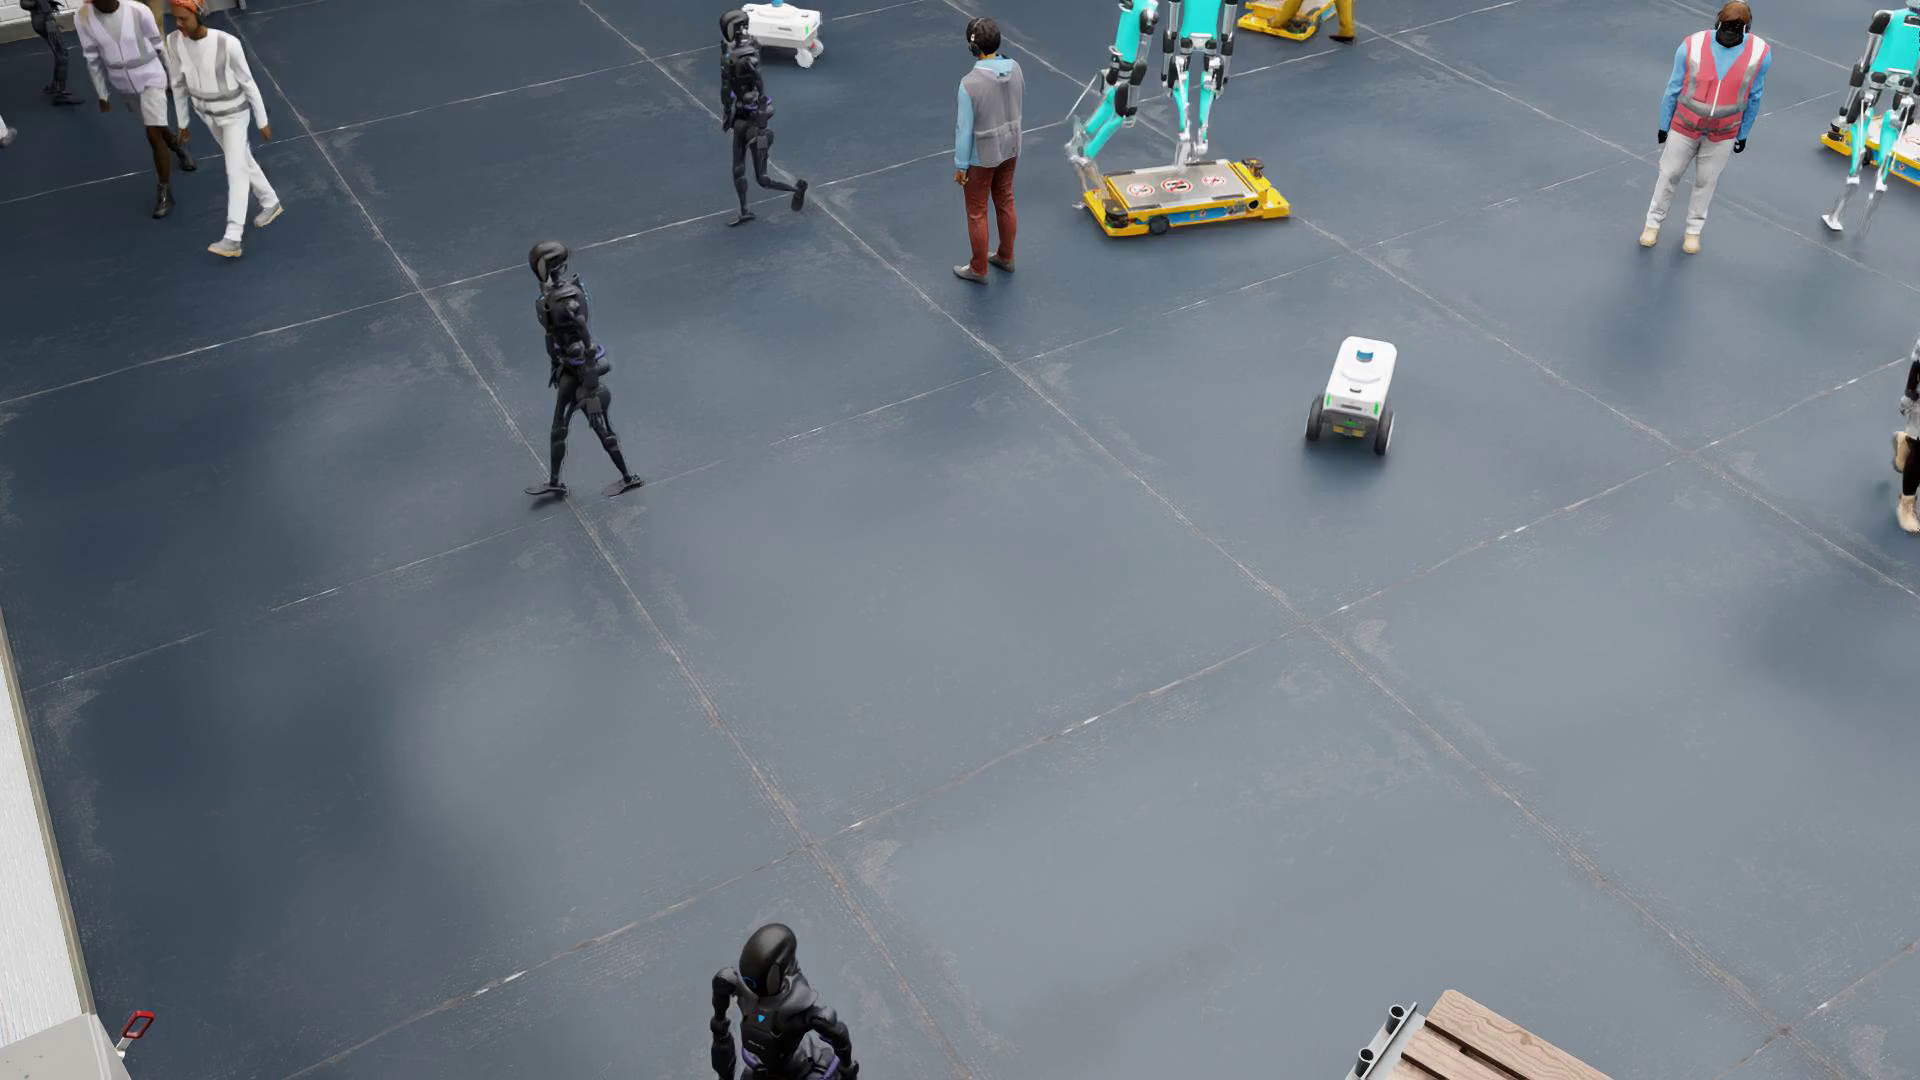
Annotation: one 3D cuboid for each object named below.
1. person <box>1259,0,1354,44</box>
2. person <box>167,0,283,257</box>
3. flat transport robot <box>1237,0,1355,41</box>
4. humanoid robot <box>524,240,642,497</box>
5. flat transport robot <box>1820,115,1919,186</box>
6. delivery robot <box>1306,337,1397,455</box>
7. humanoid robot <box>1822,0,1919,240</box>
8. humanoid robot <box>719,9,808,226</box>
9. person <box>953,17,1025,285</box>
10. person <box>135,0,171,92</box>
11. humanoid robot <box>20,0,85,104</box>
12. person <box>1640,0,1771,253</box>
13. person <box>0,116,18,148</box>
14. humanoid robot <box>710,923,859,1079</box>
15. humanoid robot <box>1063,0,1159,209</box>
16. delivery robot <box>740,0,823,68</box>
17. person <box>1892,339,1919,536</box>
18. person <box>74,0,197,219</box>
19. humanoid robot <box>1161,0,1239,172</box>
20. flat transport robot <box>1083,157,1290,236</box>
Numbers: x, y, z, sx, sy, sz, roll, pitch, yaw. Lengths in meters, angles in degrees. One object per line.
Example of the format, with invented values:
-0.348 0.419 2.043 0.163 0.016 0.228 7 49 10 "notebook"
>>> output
3.205 -5.274 14.786 0.873 1.706 0.559 22 43 25 "person"
-5.265 -2.942 11.748 0.603 1.830 0.976 12 40 15 "person"
3.228 -5.075 15.696 0.659 0.231 1.431 22 43 26 "flat transport robot"
-2.196 -0.896 9.305 0.688 1.638 0.615 -24 44 -27 "humanoid robot"
7.583 -2.990 13.064 0.659 0.231 1.431 -18 42 -21 "flat transport robot"
2.449 -0.922 10.220 0.499 0.589 0.784 13 40 15 "delivery robot"
6.601 -2.938 11.891 0.560 1.862 0.750 7 39 9 "humanoid robot"
-1.471 -3.087 12.065 0.641 1.629 0.610 -25 45 -28 "humanoid robot"
0.202 -2.612 11.299 0.542 1.870 0.418 -28 46 -31 "person"
-6.817 -4.572 13.868 0.507 1.741 0.559 22 43 25 "person"
-7.599 -4.390 13.719 0.416 1.652 0.593 -17 42 -20 "humanoid robot"
5.229 -2.894 11.690 0.628 1.837 0.431 12 40 15 "person"
-7.937 -3.858 12.917 0.388 1.815 0.687 19 42 22 "person"
-0.546 1.869 5.806 0.602 1.647 0.466 16 41 19 "humanoid robot"
1.015 -3.223 12.189 0.799 1.792 0.547 -9 39 -11 "humanoid robot"
-1.624 -4.542 14.775 0.747 0.572 0.499 10 39 12 "delivery robot"
5.466 -0.860 9.243 0.568 1.670 0.583 0 38 0 "person"
-6.118 -3.455 12.377 0.555 1.868 0.995 -4 39 -5 "person"
1.773 -3.391 12.405 0.546 1.770 0.945 1 38 2 "humanoid robot"
1.702 -2.589 12.559 1.431 0.231 0.659 -9 39 -11 "flat transport robot"
